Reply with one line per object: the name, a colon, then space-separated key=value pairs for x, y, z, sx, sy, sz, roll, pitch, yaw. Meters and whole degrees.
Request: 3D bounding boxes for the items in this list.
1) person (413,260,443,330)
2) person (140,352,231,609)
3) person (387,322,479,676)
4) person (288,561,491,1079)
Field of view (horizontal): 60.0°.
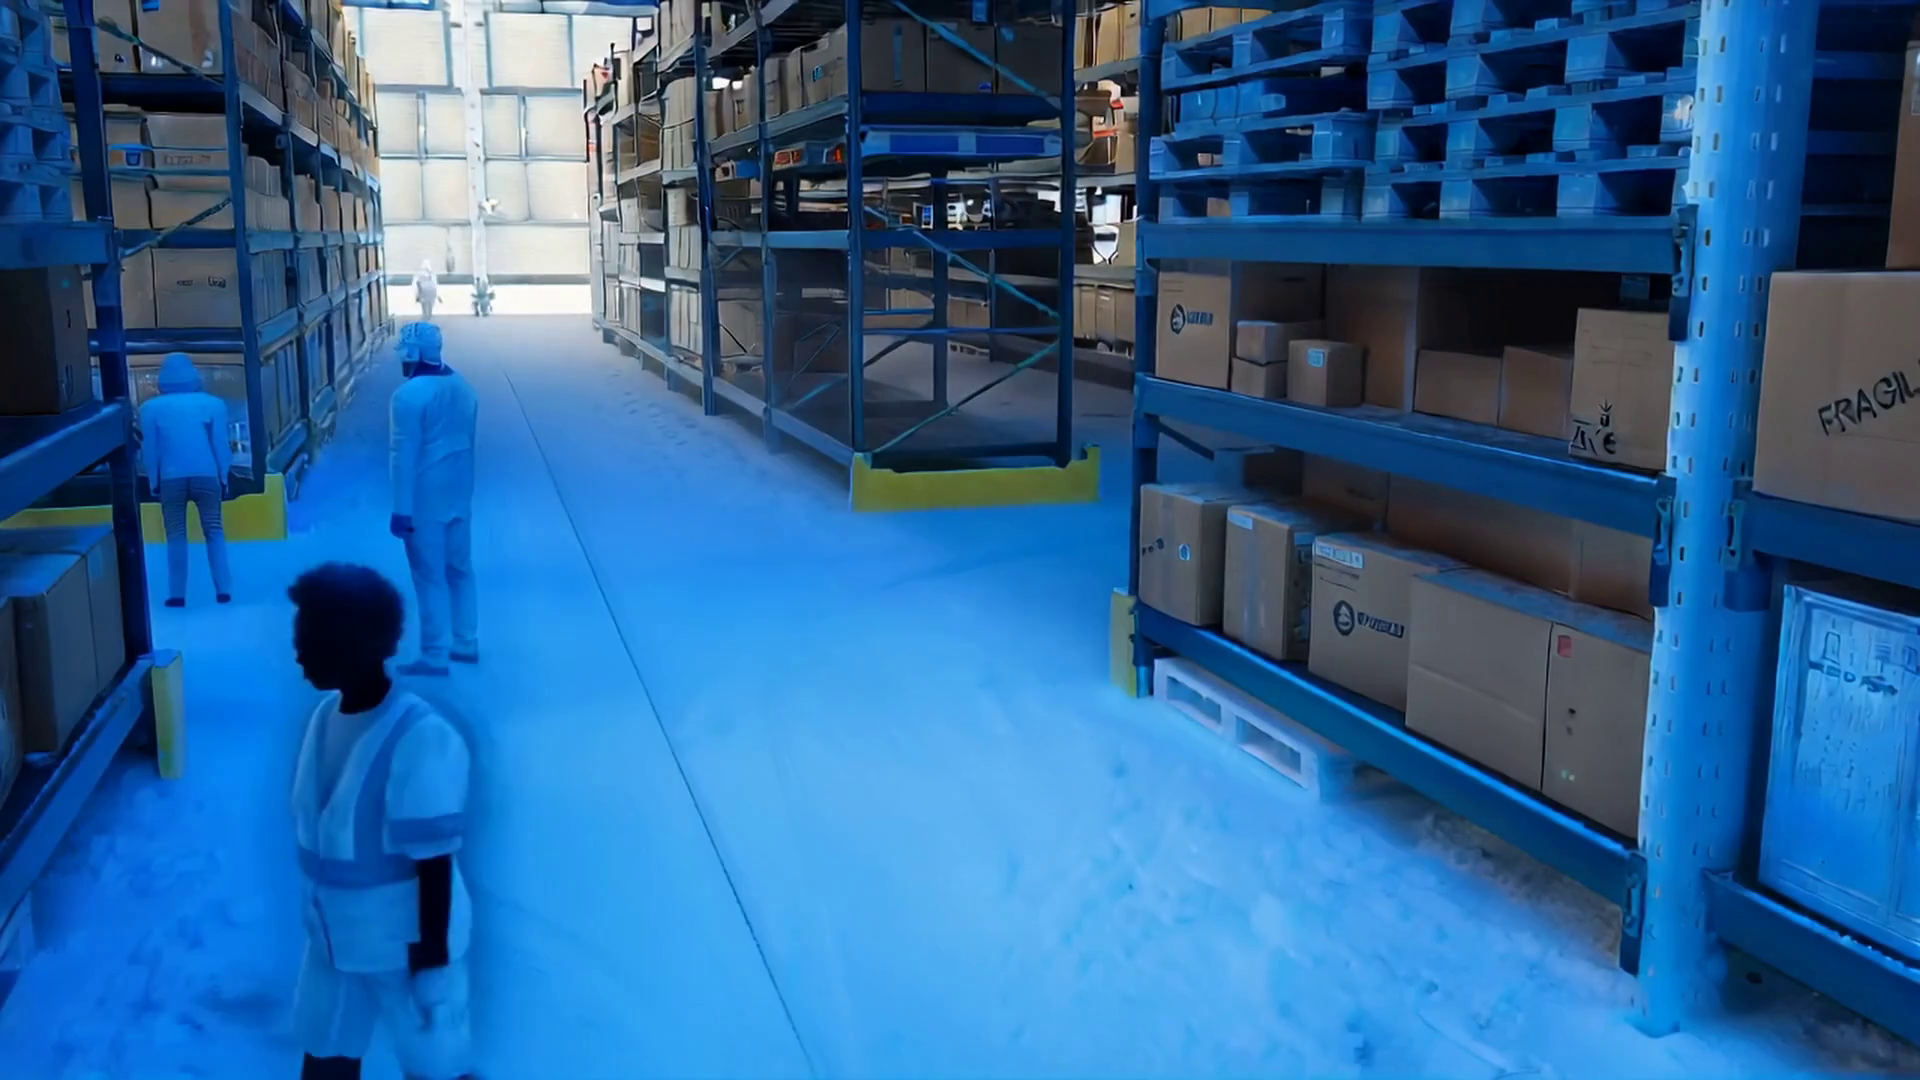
person: x=-12.776 y=-5.827 z=39.998 sx=0.915 sy=1.781 sz=0.606 roll=8 pitch=13 yaw=38
person: x=-4.907 y=-0.375 z=10.578 sx=0.497 sy=1.626 sz=0.287 roll=-6 pitch=12 yaw=-31
person: x=-2.861 y=-0.221 z=8.986 sx=0.399 sy=1.900 sz=0.645 roll=3 pitch=11 yaw=16
person: x=-1.237 y=0.857 z=3.674 sx=0.550 sy=1.666 sz=0.714 roll=7 pitch=12 yaw=32
